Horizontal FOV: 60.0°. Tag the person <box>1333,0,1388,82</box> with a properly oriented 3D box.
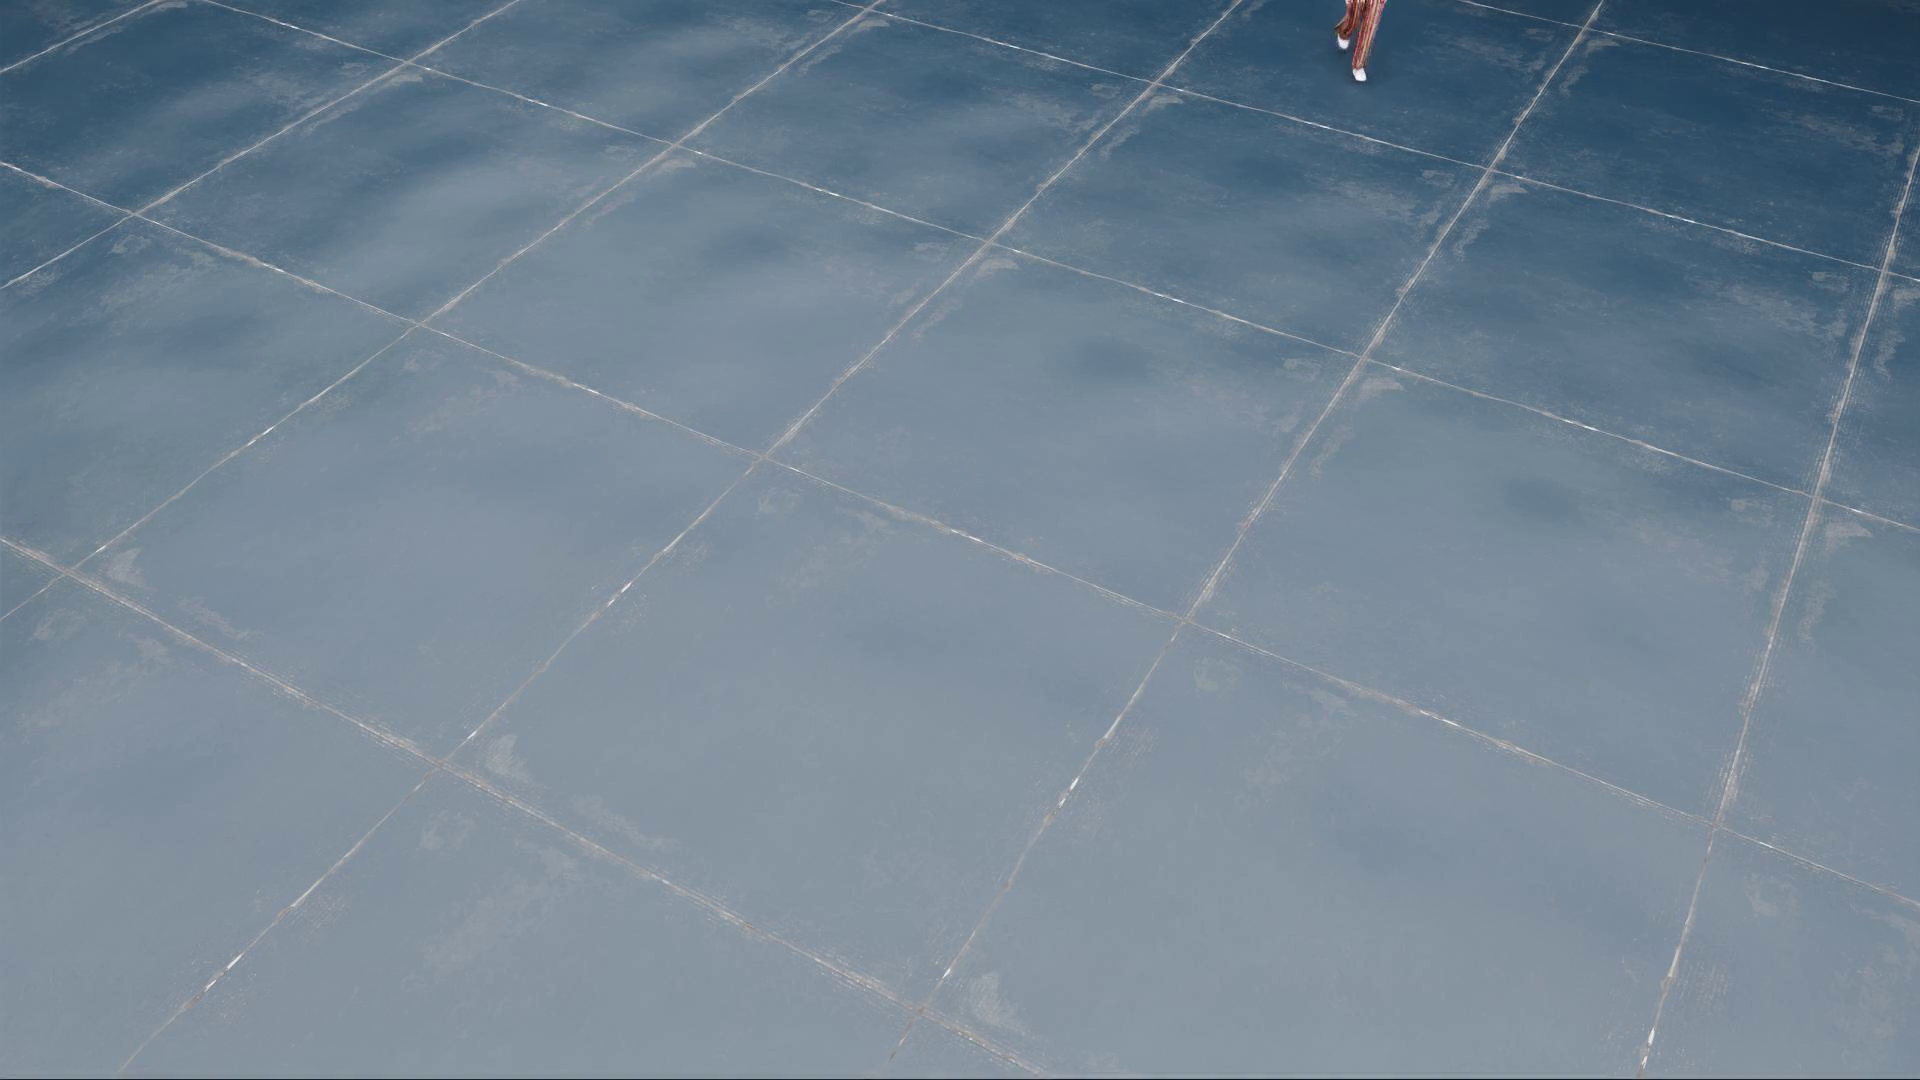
[{"bbox_3d":[3.509,-4.808,14.370,0.857,1.547,1.017,-2,42,-2],"label":"person"}]
